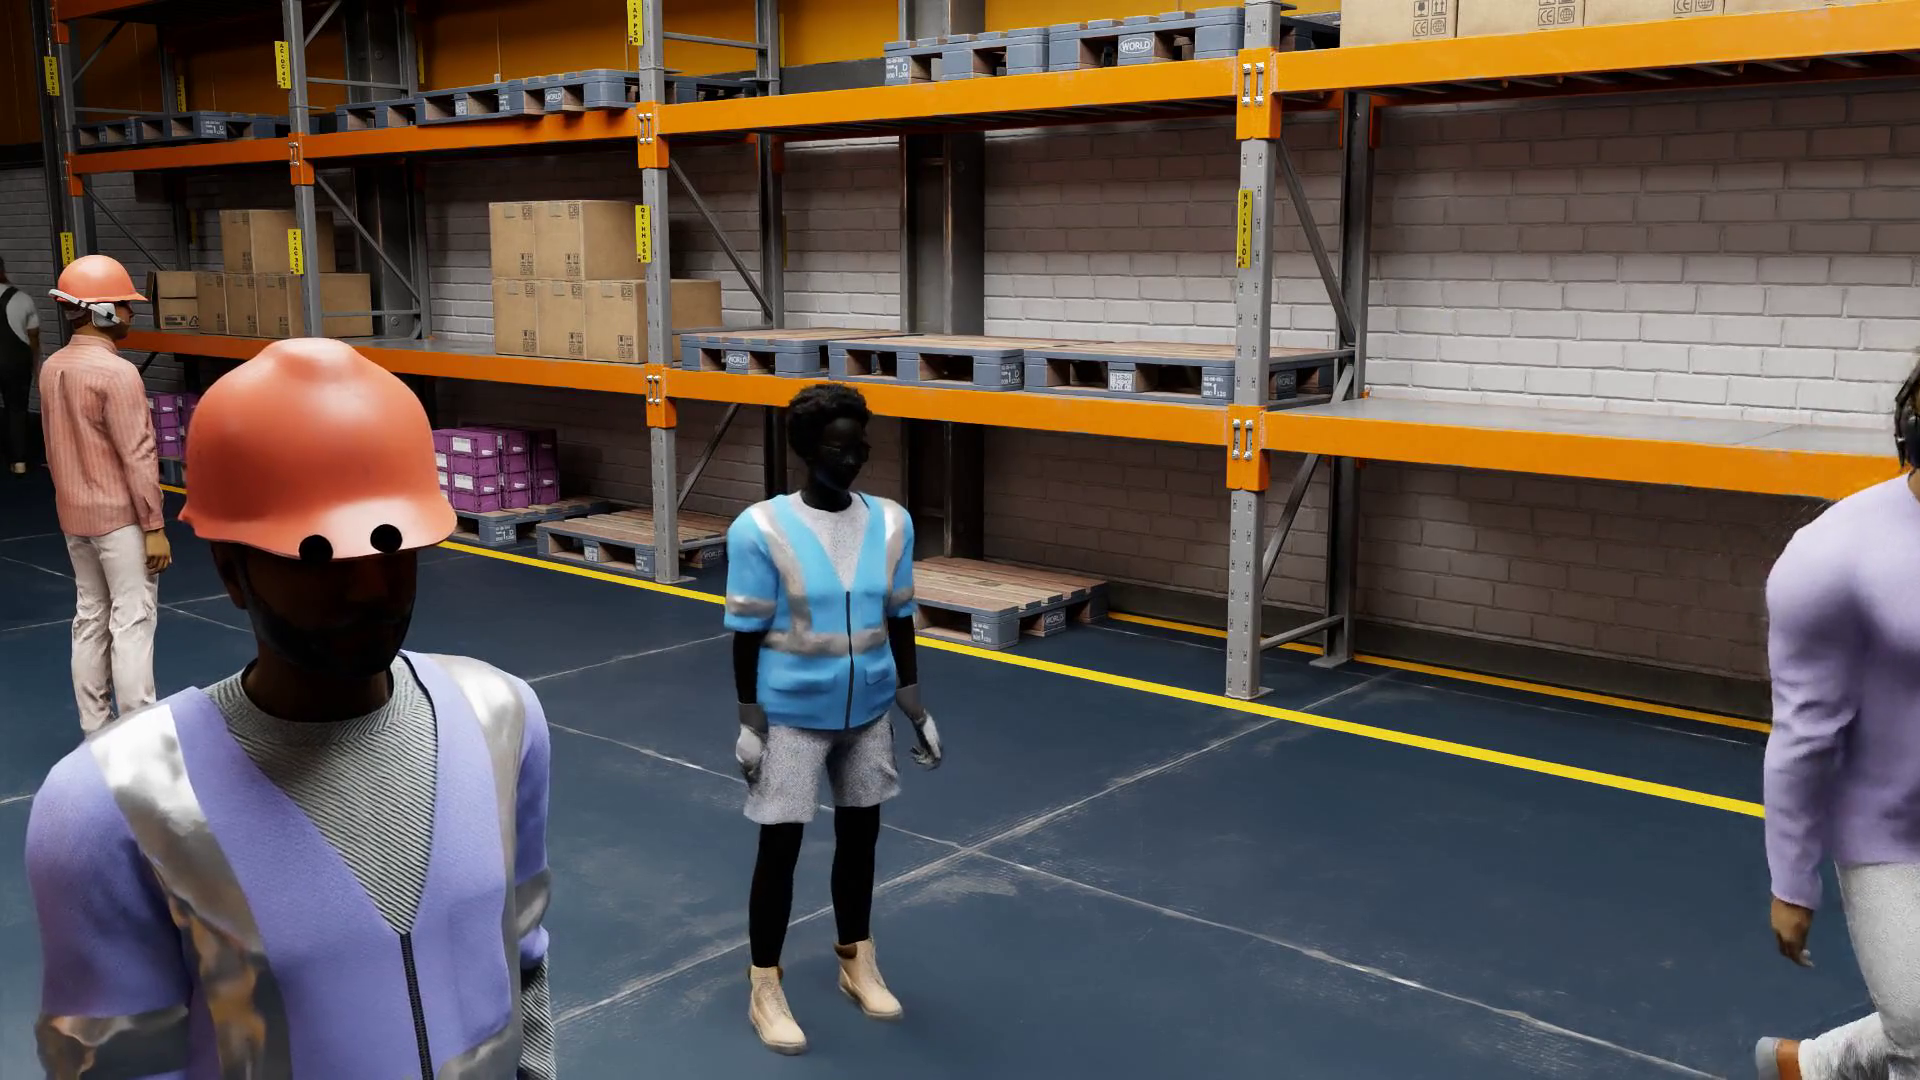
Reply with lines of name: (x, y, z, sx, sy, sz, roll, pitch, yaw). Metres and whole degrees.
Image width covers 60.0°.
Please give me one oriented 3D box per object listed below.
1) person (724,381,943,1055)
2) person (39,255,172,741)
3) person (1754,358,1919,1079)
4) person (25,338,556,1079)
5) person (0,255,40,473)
person: (-0.339, 0.436, 4.275, 0.557, 1.696, 0.320, -6, 12, -32)
person: (-3.235, -0.079, 6.362, 0.612, 1.995, 0.377, 6, 12, 32)
person: (1.748, 0.550, 3.088, 0.681, 1.899, 0.797, -1, 10, -4)
person: (-0.613, 0.763, 1.731, 0.357, 1.936, 0.551, 8, 13, 39)
person: (-8.593, -1.595, 14.862, 0.696, 2.000, 0.555, -7, 12, -35)
